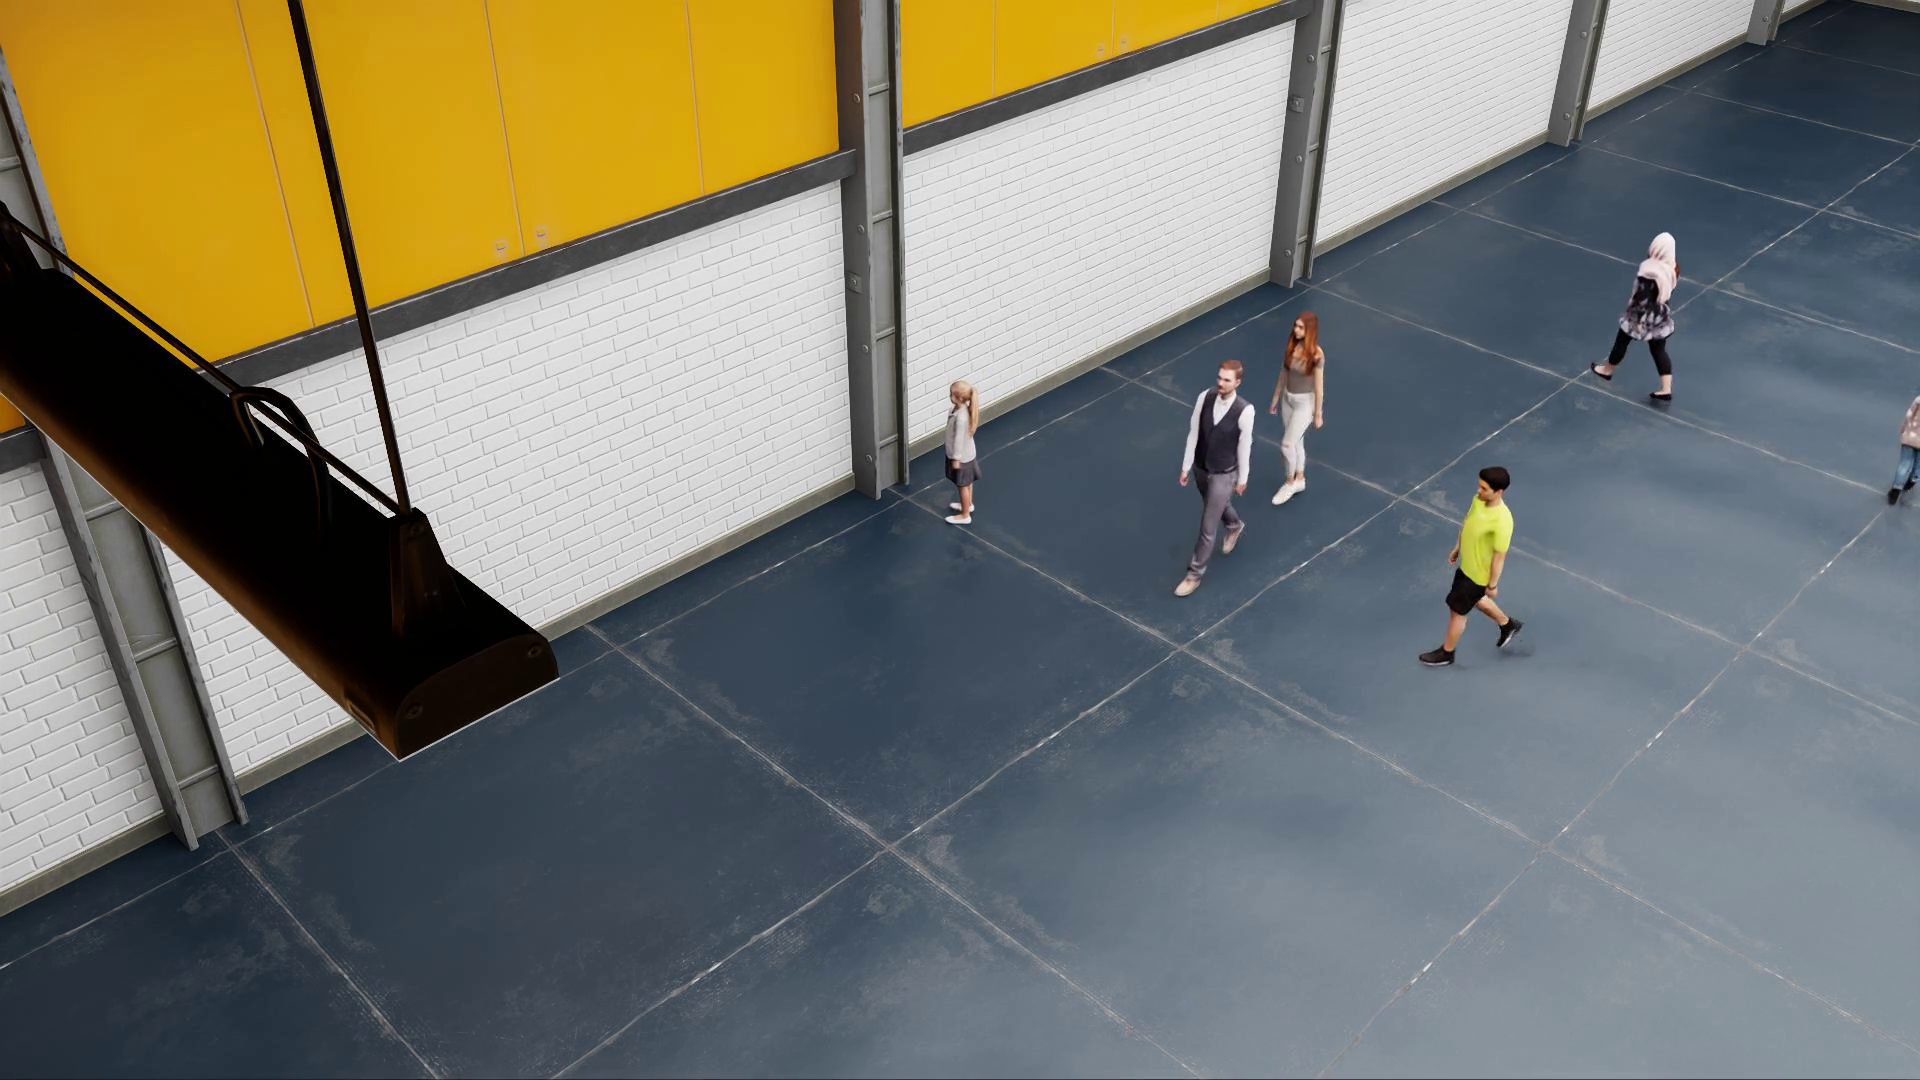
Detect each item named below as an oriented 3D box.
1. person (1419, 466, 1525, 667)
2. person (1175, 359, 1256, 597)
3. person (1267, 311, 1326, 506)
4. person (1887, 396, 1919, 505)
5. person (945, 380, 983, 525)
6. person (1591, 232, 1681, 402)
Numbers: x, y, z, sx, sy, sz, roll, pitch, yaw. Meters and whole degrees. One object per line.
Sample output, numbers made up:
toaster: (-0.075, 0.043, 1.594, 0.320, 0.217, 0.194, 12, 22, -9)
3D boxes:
person: (3.792, 0.177, 11.931, 1.106, 1.684, 1.011, -2, 34, -3)
person: (2.029, -0.573, 12.853, 0.634, 1.914, 1.221, 29, 43, 36)
person: (2.888, -1.126, 13.868, 0.732, 1.711, 0.707, -17, 37, -24)
person: (8.016, -0.825, 13.900, 0.576, 1.174, 0.755, 18, 38, 25)
person: (0.017, -0.737, 13.677, 0.662, 1.275, 0.593, 4, 34, 6)
person: (6.423, -2.018, 15.318, 1.123, 1.592, 0.892, -18, 38, -25)
